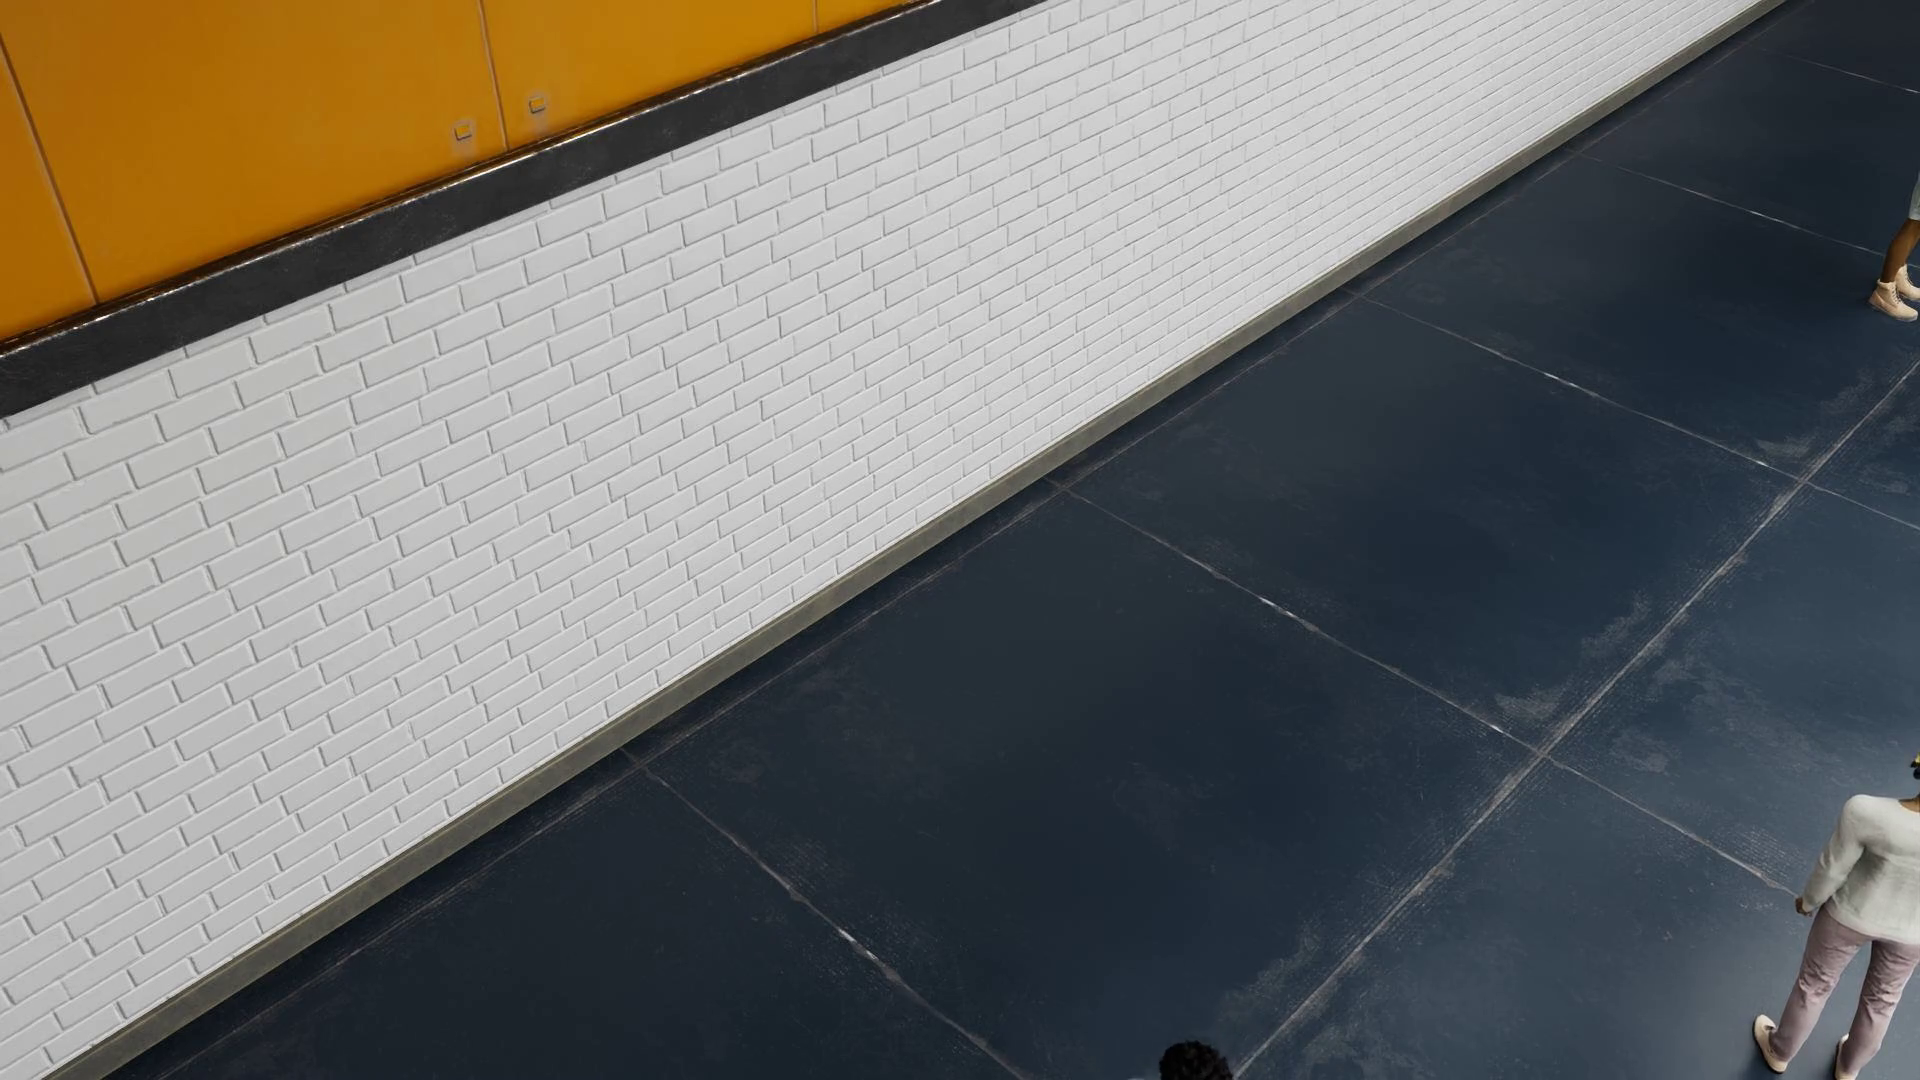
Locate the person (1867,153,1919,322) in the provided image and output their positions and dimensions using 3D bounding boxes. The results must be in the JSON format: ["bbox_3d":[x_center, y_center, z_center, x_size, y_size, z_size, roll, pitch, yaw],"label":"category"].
[{"bbox_3d":[6.251,-2.370,10.471,0.385,2.036,0.604,28,46,30],"label":"person"}]

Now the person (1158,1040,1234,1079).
[{"bbox_3d":[0.668,2.058,5.211,0.537,1.672,0.708,11,40,13],"label":"person"}]

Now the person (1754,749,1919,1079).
[{"bbox_3d":[3.325,1.345,6.045,0.524,1.761,0.334,12,40,14],"label":"person"}]
